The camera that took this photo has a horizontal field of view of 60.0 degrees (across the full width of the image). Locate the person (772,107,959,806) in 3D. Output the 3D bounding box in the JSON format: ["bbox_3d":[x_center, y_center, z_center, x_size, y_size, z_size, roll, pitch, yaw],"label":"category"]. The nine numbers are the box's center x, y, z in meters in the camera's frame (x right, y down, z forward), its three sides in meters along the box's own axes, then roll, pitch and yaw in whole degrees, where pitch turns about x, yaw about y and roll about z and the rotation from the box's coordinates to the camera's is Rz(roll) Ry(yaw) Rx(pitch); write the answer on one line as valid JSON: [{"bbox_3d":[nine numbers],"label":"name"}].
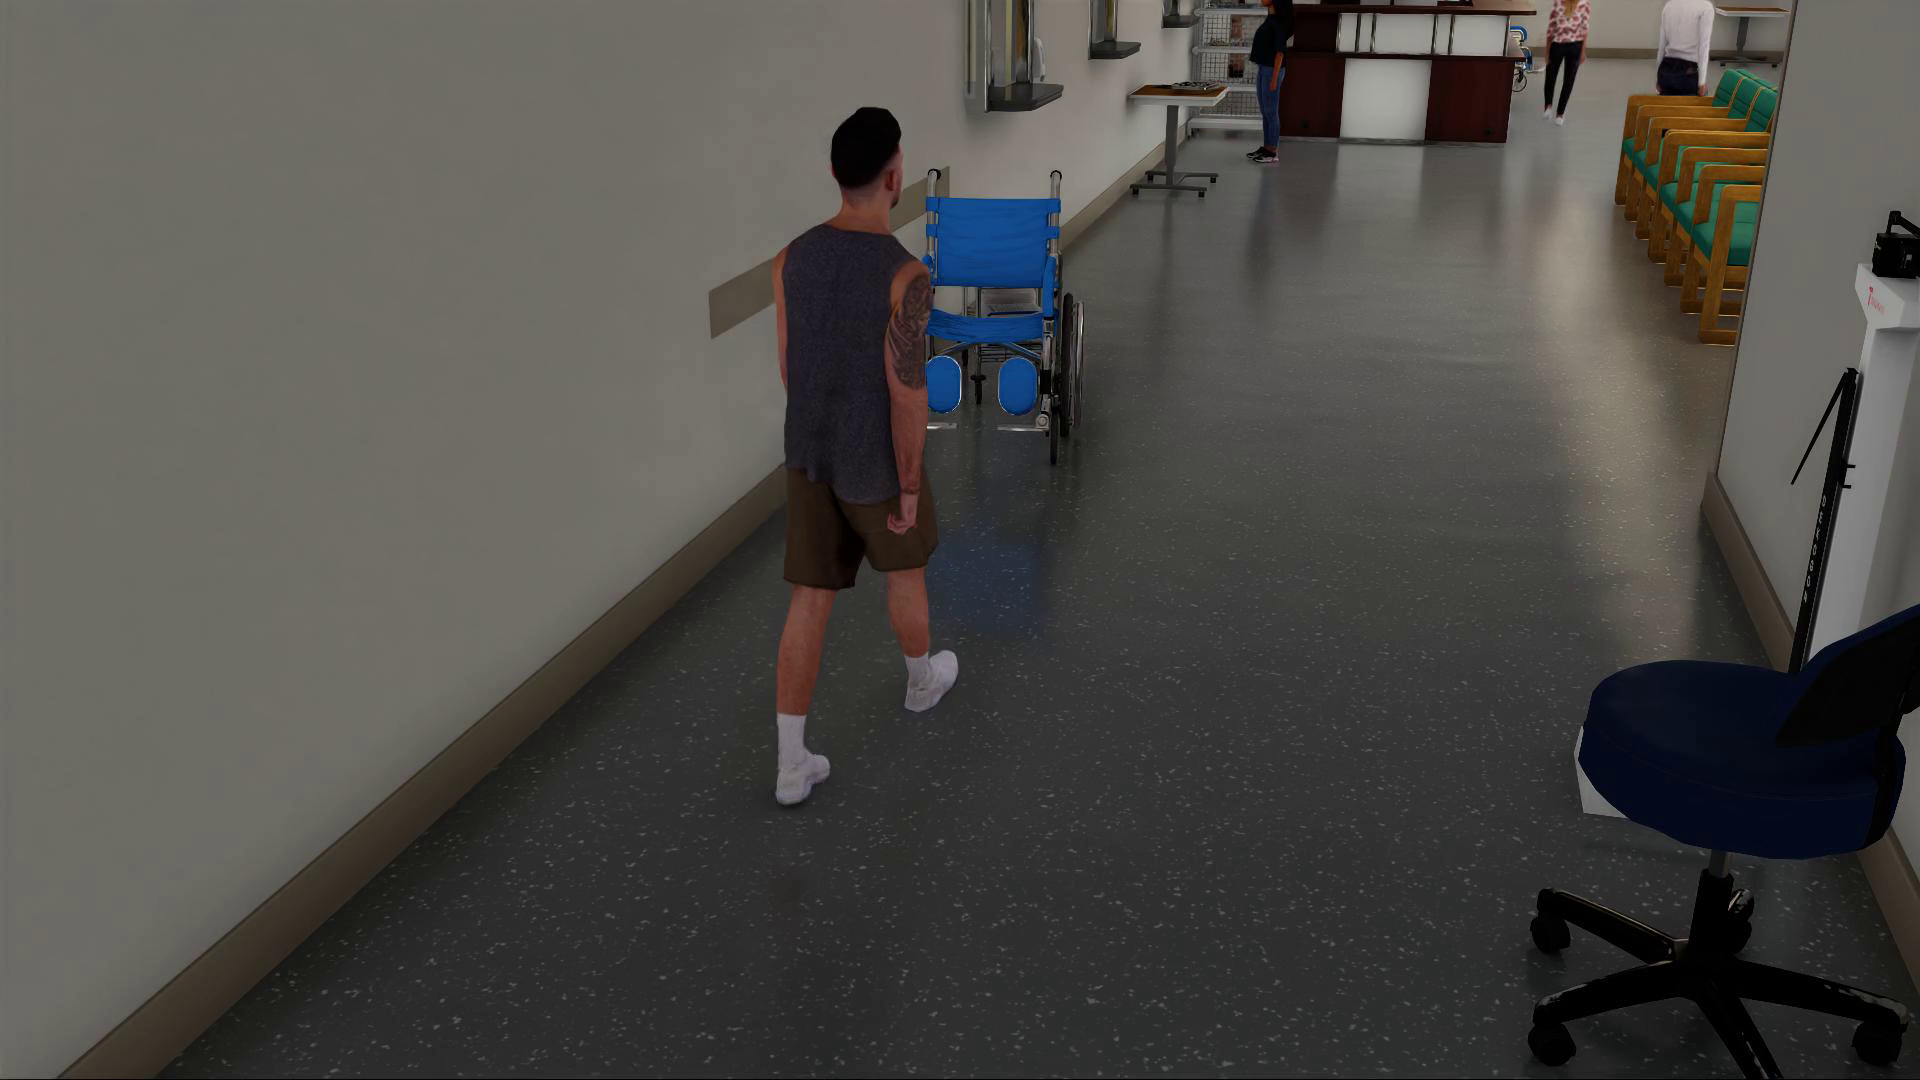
[{"bbox_3d":[-0.336,-0.168,4.384,1.125,1.797,0.792,8,22,20],"label":"person"}]

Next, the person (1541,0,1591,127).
[{"bbox_3d":[6.571,-5.313,18.040,0.516,1.616,0.653,8,22,20],"label":"person"}]

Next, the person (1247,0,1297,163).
[{"bbox_3d":[2.909,-4.370,15.555,0.693,1.612,0.678,-1,21,-3],"label":"person"}]

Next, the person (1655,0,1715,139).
[{"bbox_3d":[5.987,-3.880,13.923,0.930,1.852,0.876,-13,24,-30],"label":"person"}]
